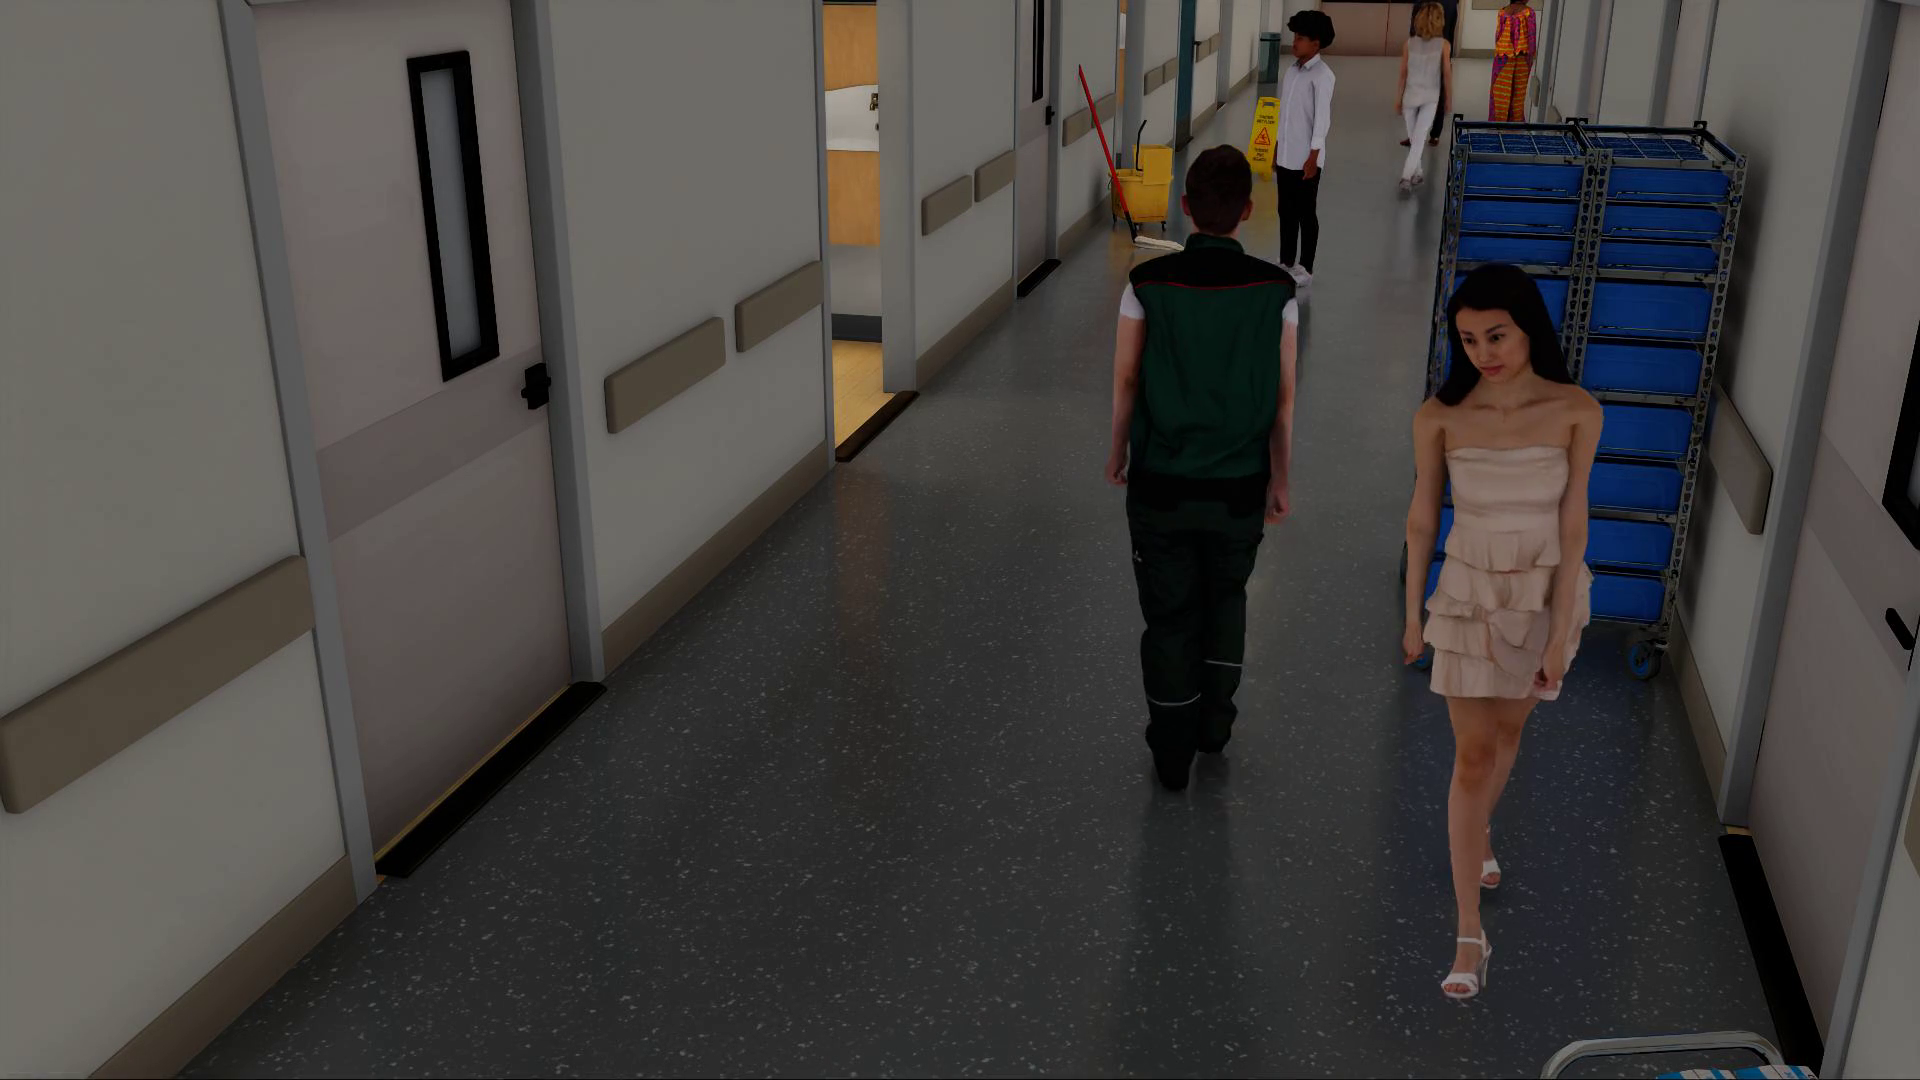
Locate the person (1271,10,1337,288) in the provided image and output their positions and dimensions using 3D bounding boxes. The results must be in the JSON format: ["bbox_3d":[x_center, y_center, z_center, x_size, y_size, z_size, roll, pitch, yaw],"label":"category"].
[{"bbox_3d":[2.296,-2.629,11.200,0.787,1.810,0.713,-9,23,-23],"label":"person"}]

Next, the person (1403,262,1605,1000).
[{"bbox_3d":[1.299,0.182,3.970,0.633,1.676,1.010,2,21,5],"label":"person"}]

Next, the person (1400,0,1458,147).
[{"bbox_3d":[5.060,-5.175,17.905,0.784,1.824,0.779,-4,21,-12],"label":"person"}]

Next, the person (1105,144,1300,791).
[{"bbox_3d":[0.665,-0.138,4.617,0.715,1.815,0.707,0,21,1],"label":"person"}]

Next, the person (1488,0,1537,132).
[{"bbox_3d":[6.464,-5.671,19.395,0.820,1.681,0.777,-17,27,-38],"label":"person"}]

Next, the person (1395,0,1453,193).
[{"bbox_3d":[4.088,-3.902,14.822,0.823,1.626,1.166,11,23,27],"label":"person"}]
